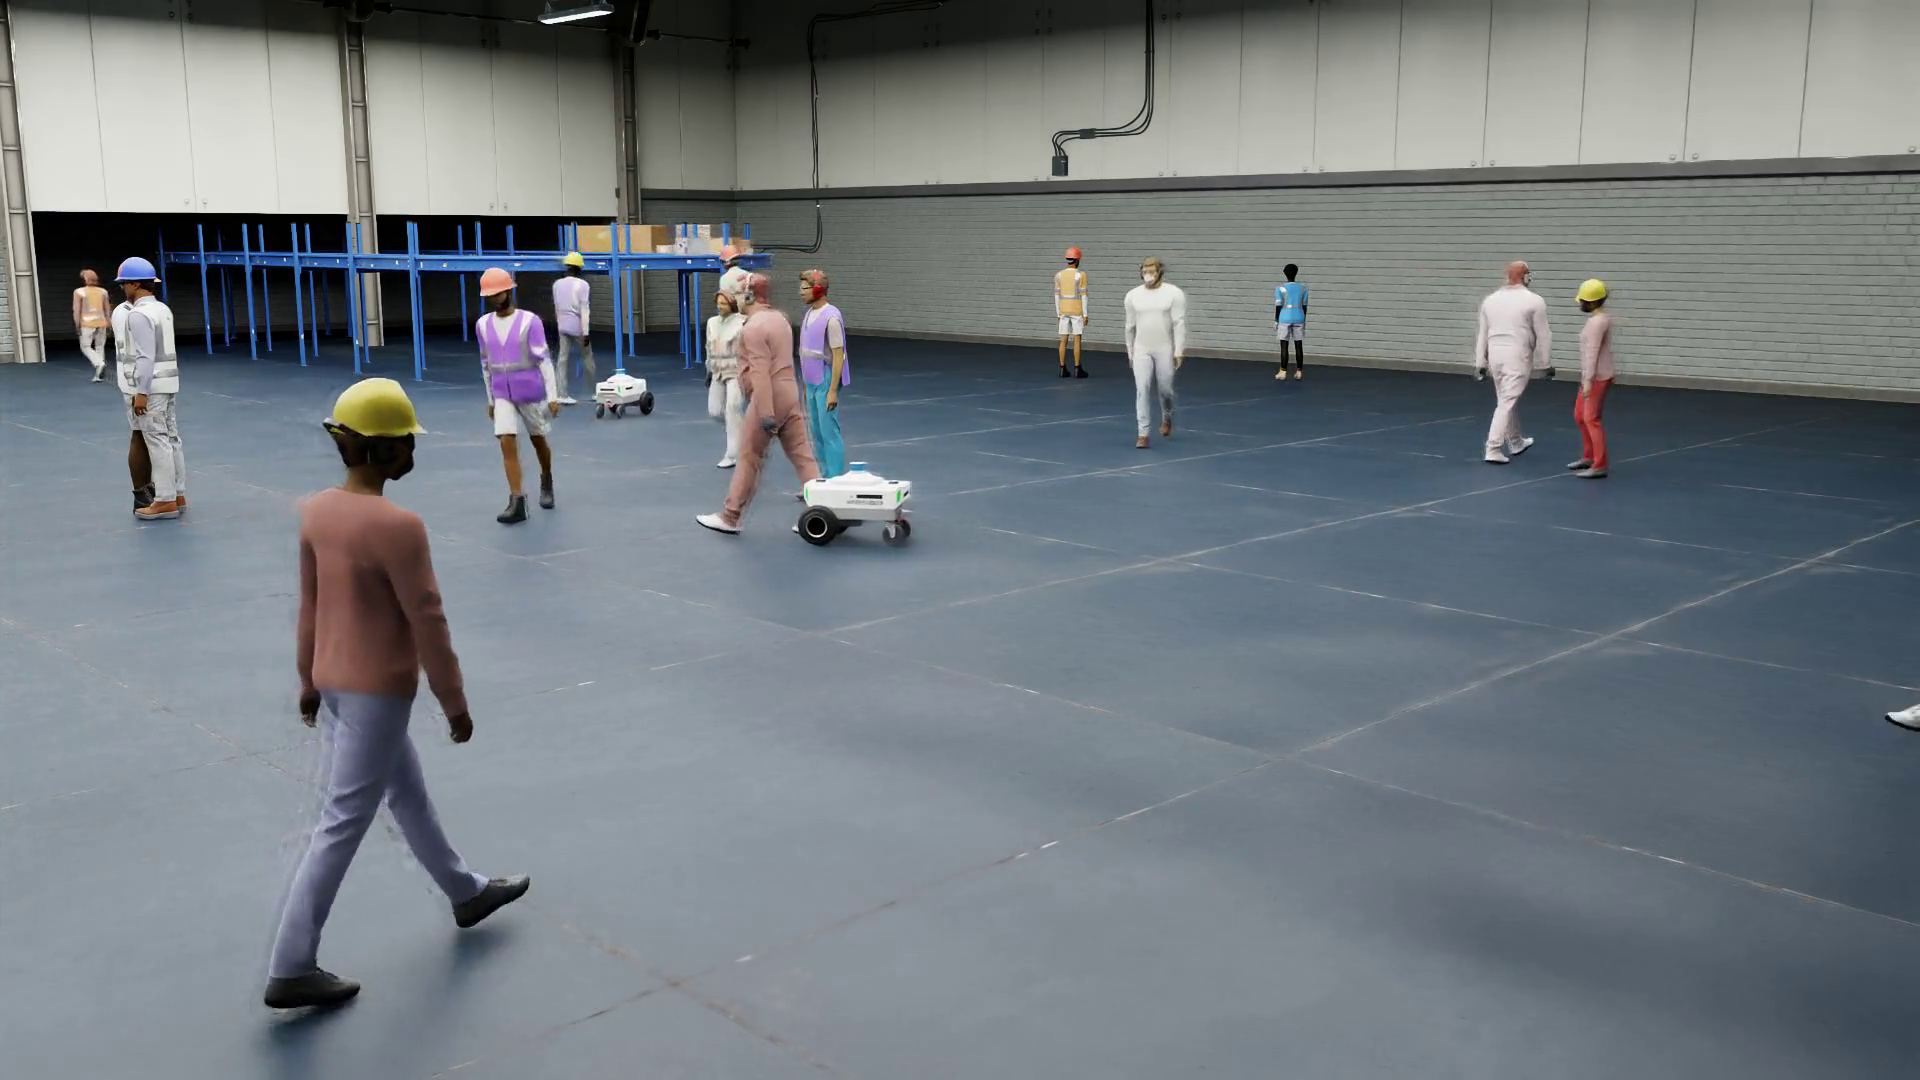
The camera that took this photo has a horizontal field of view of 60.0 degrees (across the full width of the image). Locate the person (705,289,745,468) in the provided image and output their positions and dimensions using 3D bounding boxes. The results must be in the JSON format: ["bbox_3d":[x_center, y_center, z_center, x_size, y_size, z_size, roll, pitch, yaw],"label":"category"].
[{"bbox_3d":[-2.093,-1.494,15.293,0.537,1.622,0.482,7,13,35],"label":"person"}]

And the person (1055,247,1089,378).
[{"bbox_3d":[1.685,-3.406,24.881,0.545,1.938,0.360,7,12,32],"label":"person"}]

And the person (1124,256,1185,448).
[{"bbox_3d":[1.971,-1.913,16.819,0.631,1.910,0.775,3,11,15],"label":"person"}]

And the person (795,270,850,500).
[{"bbox_3d":[-1.077,-1.209,13.159,0.373,1.840,0.571,-5,12,-26],"label":"person"}]

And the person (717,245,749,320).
[{"bbox_3d":[-2.961,-2.911,22.071,0.534,1.969,0.651,6,12,29],"label":"person"}]

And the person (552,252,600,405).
[{"bbox_3d":[-4.788,-2.660,20.935,0.616,1.884,0.926,6,12,28],"label":"person"}]

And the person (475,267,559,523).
[{"bbox_3d":[-3.316,-1.125,12.617,0.627,1.885,0.975,2,11,9],"label":"person"}]

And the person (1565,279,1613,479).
[{"bbox_3d":[5.514,-1.403,14.503,0.398,1.730,0.603,4,11,19],"label":"person"}]

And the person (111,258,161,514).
[{"bbox_3d":[-6.233,-1.176,12.720,0.354,1.939,0.544,-2,11,-12],"label":"person"}]

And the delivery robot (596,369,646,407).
[{"bbox_3d":[-3.999,-1.777,19.631,0.477,0.478,0.707,3,11,16],"label":"delivery robot"}]

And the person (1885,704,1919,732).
[{"bbox_3d":[4.492,-0.067,6.894,1.004,1.863,0.660,-1,10,-7],"label":"person"}]

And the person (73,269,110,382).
[{"bbox_3d":[-12.431,-3.070,23.907,0.531,1.630,0.516,7,13,34],"label":"person"}]

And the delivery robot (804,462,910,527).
[{"bbox_3d":[-0.714,-0.302,11.589,0.707,0.478,0.477,2,11,9],"label":"delivery robot"}]

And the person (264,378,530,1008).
[{"bbox_3d":[-1.635,0.404,4.717,0.552,1.715,0.936,9,14,40],"label":"person"}]

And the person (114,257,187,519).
[{"bbox_3d":[-6.087,-1.144,12.516,0.400,1.945,0.614,-2,11,-9],"label":"person"}]

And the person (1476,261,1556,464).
[{"bbox_3d":[5.227,-1.659,15.567,0.966,1.858,0.657,-7,12,-33],"label":"person"}]

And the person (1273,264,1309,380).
[{"bbox_3d":[4.863,-3.207,24.461,0.529,1.694,0.321,-2,11,-13],"label":"person"}]

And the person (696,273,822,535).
[{"bbox_3d":[-1.359,-0.956,11.790,0.972,1.846,0.655,4,11,19],"label":"person"}]
